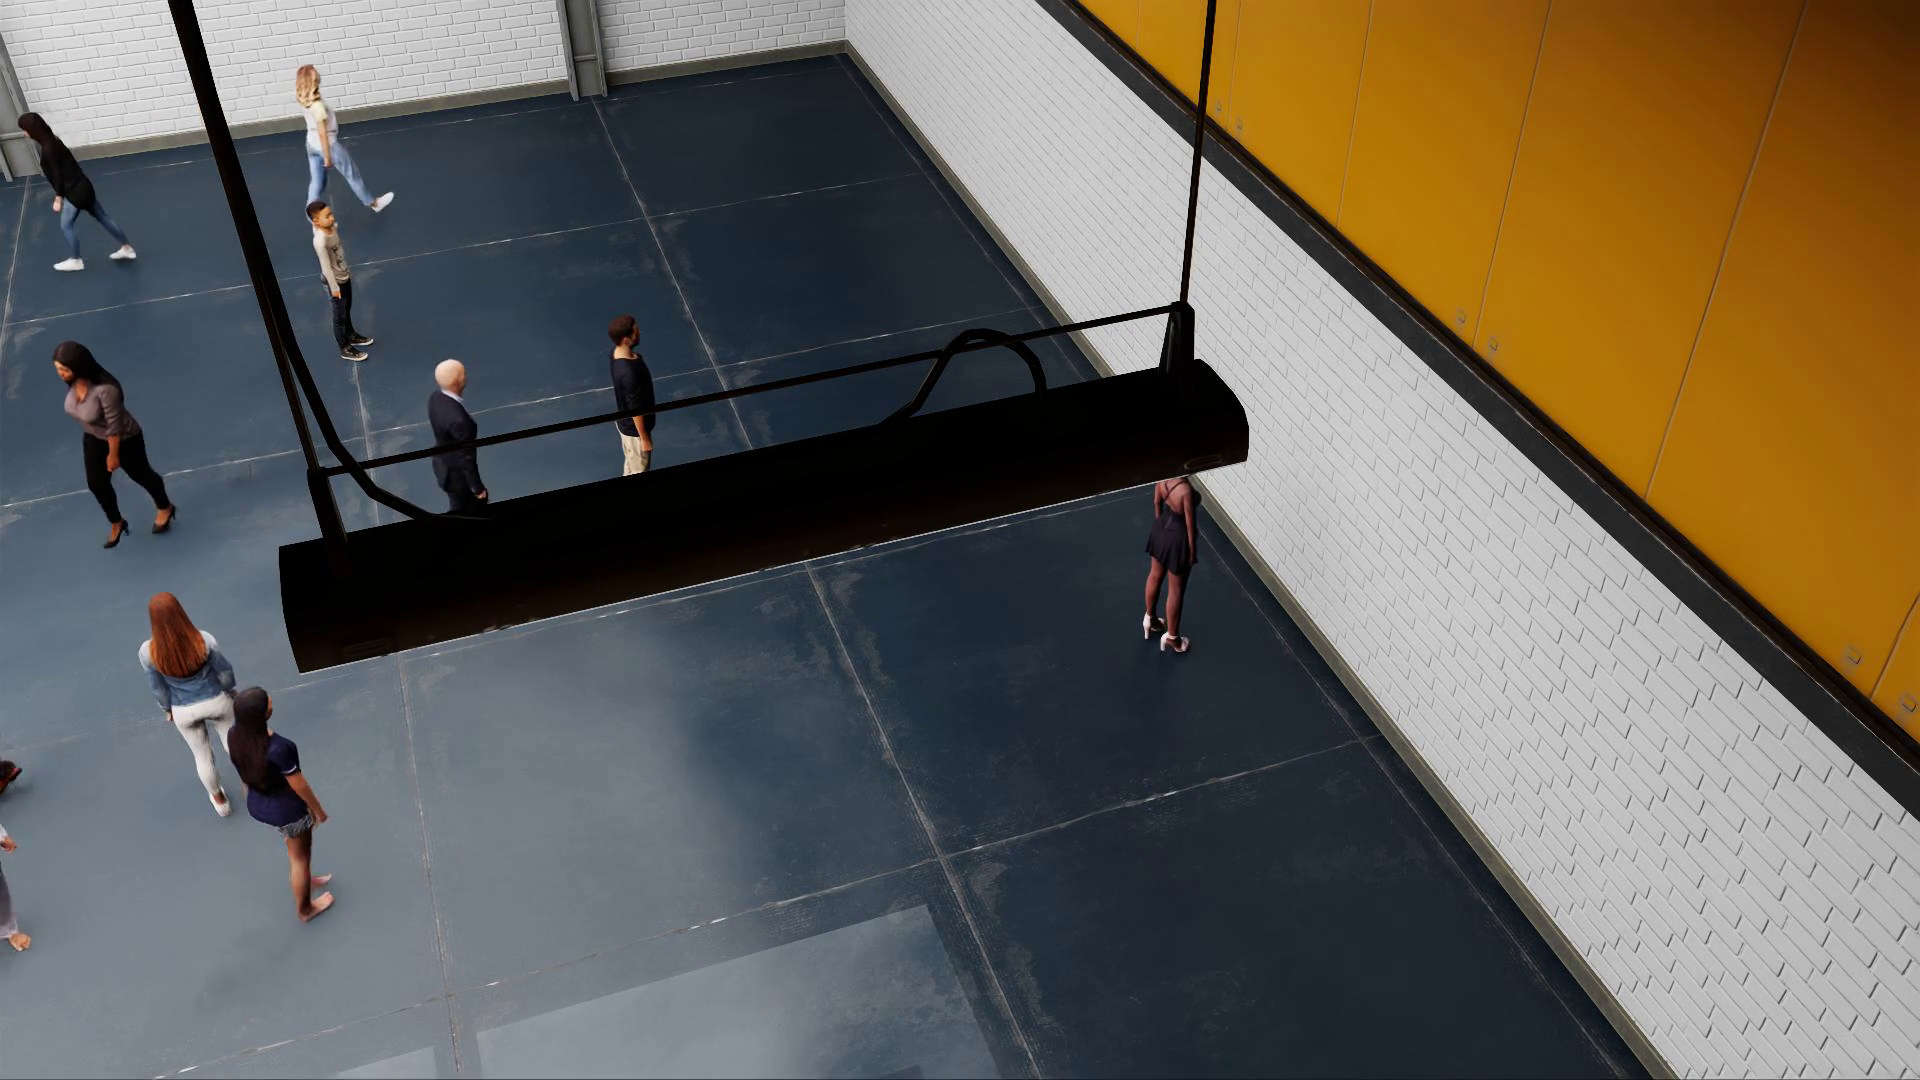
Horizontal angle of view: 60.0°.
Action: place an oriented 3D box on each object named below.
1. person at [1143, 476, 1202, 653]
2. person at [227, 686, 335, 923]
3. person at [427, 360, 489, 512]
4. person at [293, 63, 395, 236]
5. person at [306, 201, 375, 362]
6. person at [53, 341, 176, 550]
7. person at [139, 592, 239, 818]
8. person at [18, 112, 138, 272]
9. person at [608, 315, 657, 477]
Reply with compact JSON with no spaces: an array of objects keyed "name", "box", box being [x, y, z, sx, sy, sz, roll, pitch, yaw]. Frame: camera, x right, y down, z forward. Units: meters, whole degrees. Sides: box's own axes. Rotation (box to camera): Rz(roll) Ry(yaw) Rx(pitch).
[{"name":"person","box":[1.457,0.019,11.400,0.611,1.787,0.612,-22,43,-25]},{"name":"person","box":[-3.931,1.580,9.473,0.739,1.752,0.795,18,42,22]},{"name":"person","box":[-3.651,-0.469,12.016,0.789,1.781,0.717,-14,41,-17]},{"name":"person","box":[-6.287,-3.771,16.236,0.964,1.673,1.207,30,47,32]},{"name":"person","box":[-5.458,-2.288,14.548,0.588,1.463,0.614,-1,39,-2]},{"name":"person","box":[-6.209,-0.781,12.382,0.895,1.811,0.955,20,43,23]},{"name":"person","box":[-4.657,1.025,10.210,0.435,1.700,0.674,-13,41,-16]},{"name":"person","box":[-8.270,-3.272,15.676,0.953,1.593,0.622,-6,39,-8]},{"name":"person","box":[-2.439,-0.858,12.446,0.533,1.851,0.626,-13,40,-15]}]
